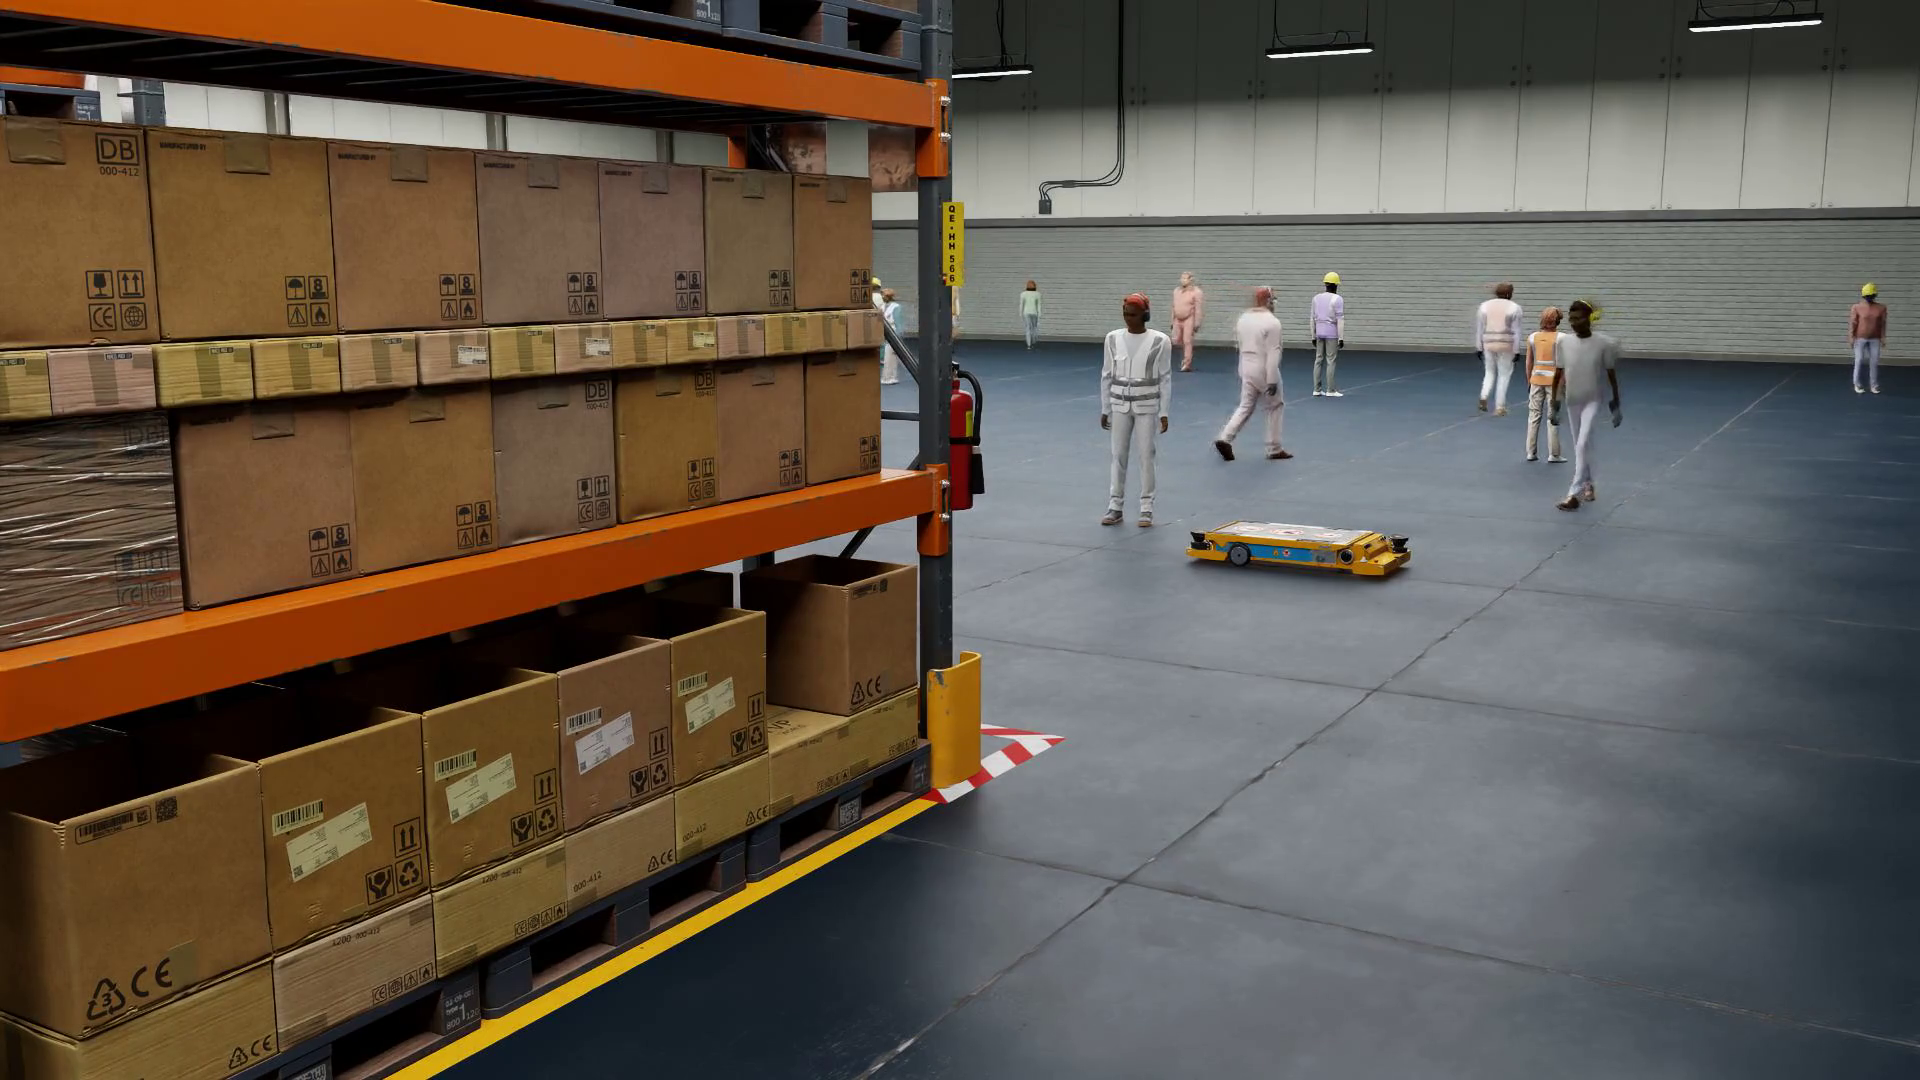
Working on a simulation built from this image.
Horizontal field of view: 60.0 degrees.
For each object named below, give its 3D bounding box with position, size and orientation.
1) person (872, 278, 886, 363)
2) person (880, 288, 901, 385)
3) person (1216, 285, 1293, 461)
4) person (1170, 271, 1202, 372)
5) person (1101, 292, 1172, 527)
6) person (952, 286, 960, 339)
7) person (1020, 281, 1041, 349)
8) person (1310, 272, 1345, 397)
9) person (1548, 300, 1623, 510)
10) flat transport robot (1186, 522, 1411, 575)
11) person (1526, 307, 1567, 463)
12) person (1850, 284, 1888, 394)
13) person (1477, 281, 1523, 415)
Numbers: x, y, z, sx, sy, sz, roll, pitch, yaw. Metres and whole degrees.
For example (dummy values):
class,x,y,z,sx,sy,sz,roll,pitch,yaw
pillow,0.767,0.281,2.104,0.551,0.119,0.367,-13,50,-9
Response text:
class,x,y,z,sx,sy,sz,roll,pitch,yaw
person,-1.643,-4.298,32.891,0.556,1.722,0.865,2,10,14
person,-1.290,-3.424,28.083,0.633,1.618,0.547,-6,11,-32
person,3.155,-1.769,17.685,0.897,1.873,0.649,-6,11,-30
person,4.221,-4.098,31.248,0.671,1.893,0.417,9,13,43
person,1.410,-1.048,13.425,0.572,1.886,0.358,4,10,22
person,-0.316,-5.008,36.488,0.556,1.918,0.637,-3,10,-15
person,1.664,-5.320,39.309,0.503,1.588,0.849,0,10,-3
person,5.708,-3.174,25.757,0.381,1.924,0.593,-8,13,-39
person,5.460,-1.187,14.507,0.597,1.809,0.970,8,12,37
flat transport robot,2.392,0.041,11.772,1.431,0.197,0.652,6,11,30
person,6.213,-1.635,17.573,0.307,1.644,0.514,-9,13,-43
person,14.361,-3.174,26.311,0.533,1.726,0.405,3,10,16
person,7.399,-2.617,22.767,0.646,1.832,0.433,8,13,40
